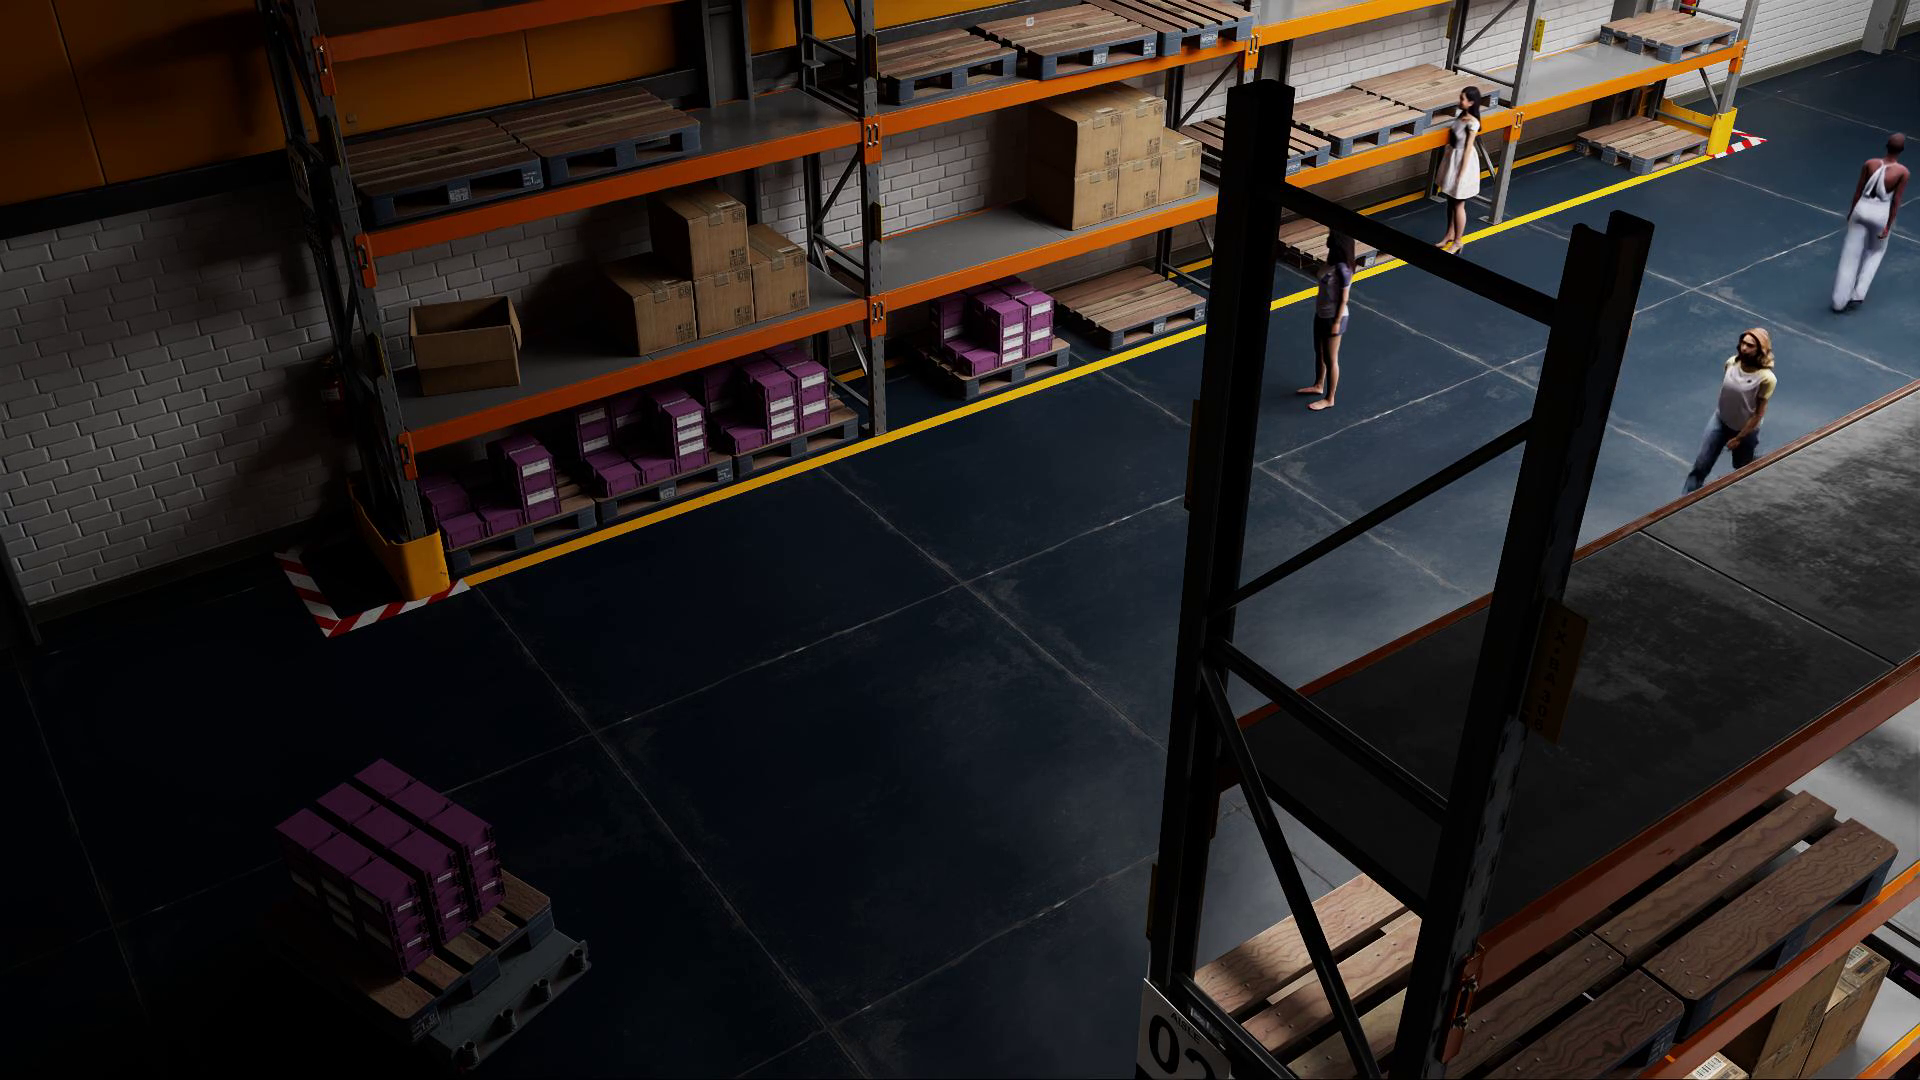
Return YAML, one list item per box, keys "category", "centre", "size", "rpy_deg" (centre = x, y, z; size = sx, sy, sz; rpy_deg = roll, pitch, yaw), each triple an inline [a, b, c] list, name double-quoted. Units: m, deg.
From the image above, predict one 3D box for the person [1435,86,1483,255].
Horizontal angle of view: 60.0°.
- category: "person"
  centre: [5.116, -3.779, 17.051]
  size: [0.808, 1.769, 0.779]
  rpy_deg: [-2, 34, -2]

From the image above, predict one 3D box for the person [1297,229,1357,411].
- category: "person"
  centre: [3.204, -1.950, 14.356]
  size: [0.679, 1.706, 0.675]
  rpy_deg: [-4, 34, -6]

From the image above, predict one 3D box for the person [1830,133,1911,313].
- category: "person"
  centre: [8.640, -2.989, 15.864]
  size: [0.691, 1.768, 0.766]
  rpy_deg: [23, 40, 31]

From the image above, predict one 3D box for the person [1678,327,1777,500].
- category: "person"
  centre: [6.019, -0.867, 12.765]
  size: [1.162, 1.663, 0.658]
  rpy_deg: [-18, 38, -25]
